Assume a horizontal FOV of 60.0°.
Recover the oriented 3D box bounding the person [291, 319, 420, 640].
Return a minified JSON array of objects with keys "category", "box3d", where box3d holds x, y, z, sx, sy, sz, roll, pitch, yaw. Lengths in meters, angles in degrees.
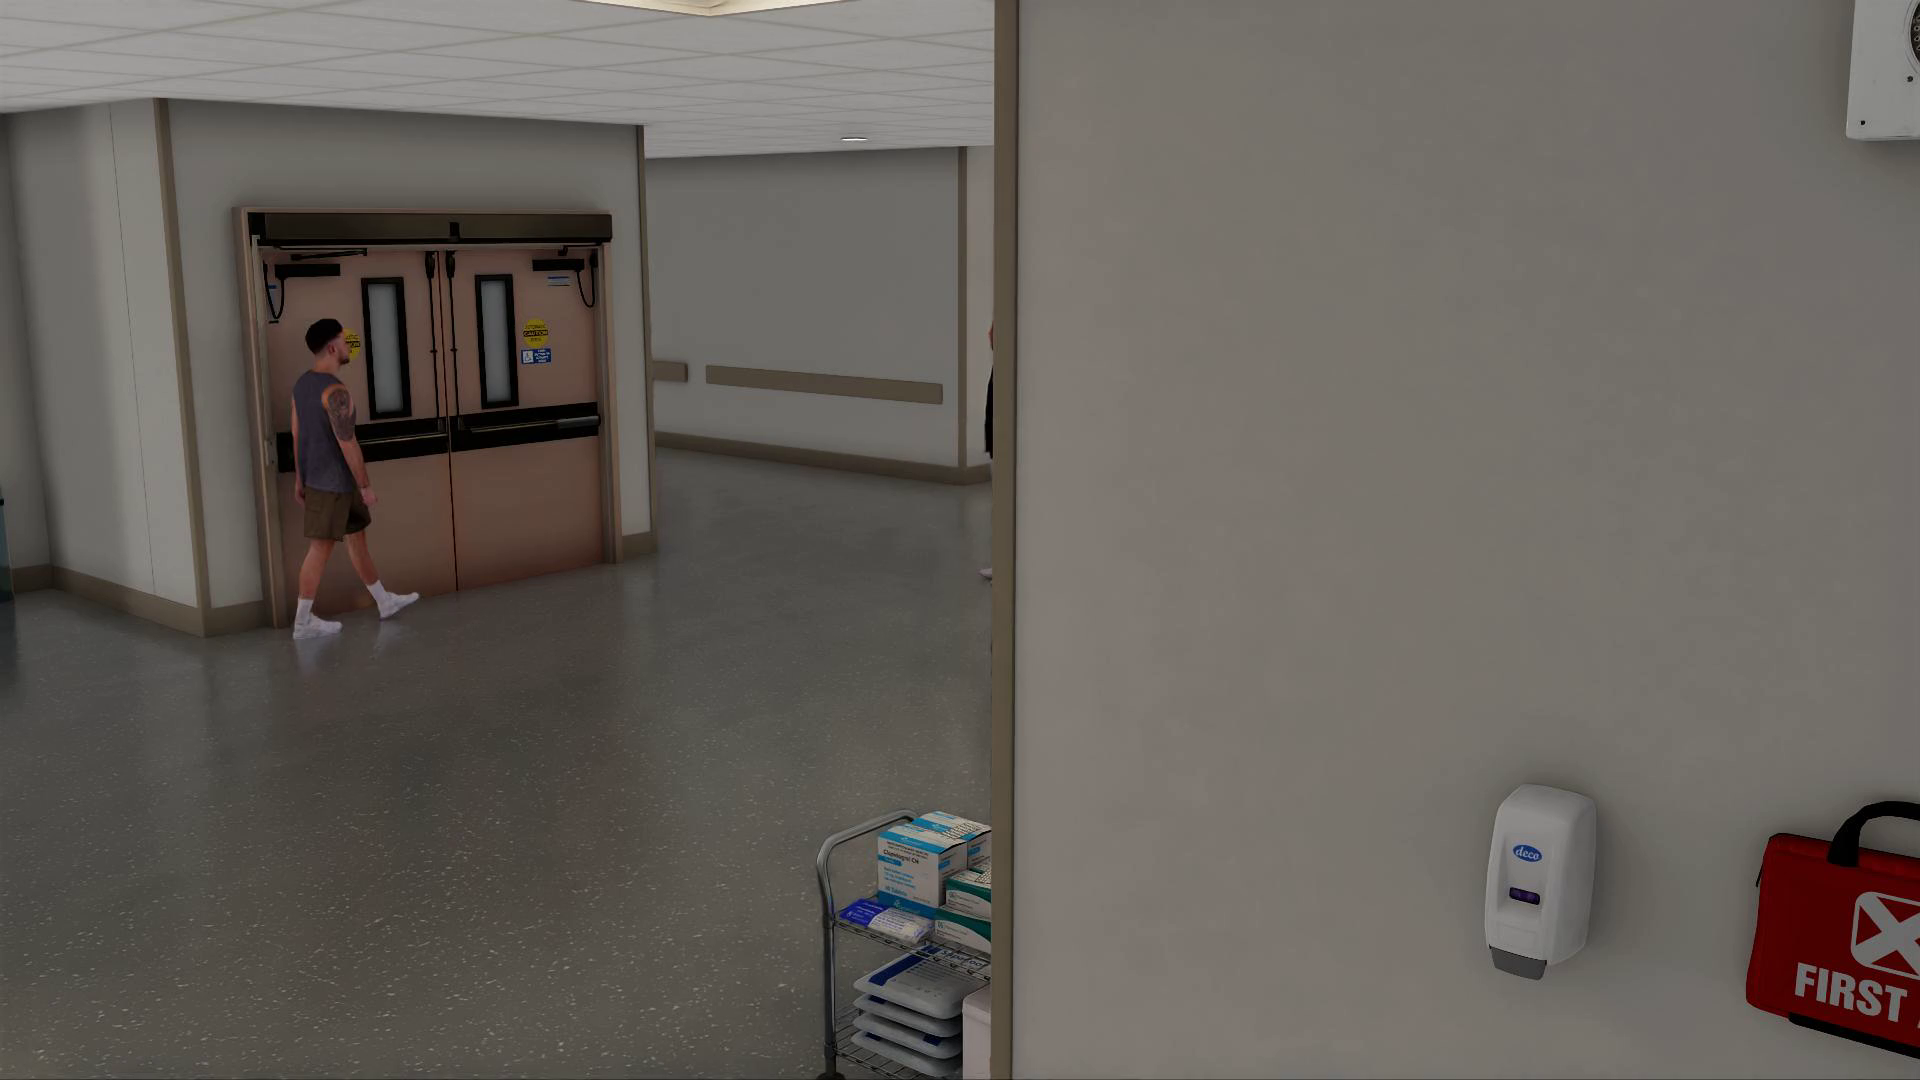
[{"category":"person","box3d":[-3.657,-0.314,9.443,0.675,1.811,1.056,10,15,43]}]
